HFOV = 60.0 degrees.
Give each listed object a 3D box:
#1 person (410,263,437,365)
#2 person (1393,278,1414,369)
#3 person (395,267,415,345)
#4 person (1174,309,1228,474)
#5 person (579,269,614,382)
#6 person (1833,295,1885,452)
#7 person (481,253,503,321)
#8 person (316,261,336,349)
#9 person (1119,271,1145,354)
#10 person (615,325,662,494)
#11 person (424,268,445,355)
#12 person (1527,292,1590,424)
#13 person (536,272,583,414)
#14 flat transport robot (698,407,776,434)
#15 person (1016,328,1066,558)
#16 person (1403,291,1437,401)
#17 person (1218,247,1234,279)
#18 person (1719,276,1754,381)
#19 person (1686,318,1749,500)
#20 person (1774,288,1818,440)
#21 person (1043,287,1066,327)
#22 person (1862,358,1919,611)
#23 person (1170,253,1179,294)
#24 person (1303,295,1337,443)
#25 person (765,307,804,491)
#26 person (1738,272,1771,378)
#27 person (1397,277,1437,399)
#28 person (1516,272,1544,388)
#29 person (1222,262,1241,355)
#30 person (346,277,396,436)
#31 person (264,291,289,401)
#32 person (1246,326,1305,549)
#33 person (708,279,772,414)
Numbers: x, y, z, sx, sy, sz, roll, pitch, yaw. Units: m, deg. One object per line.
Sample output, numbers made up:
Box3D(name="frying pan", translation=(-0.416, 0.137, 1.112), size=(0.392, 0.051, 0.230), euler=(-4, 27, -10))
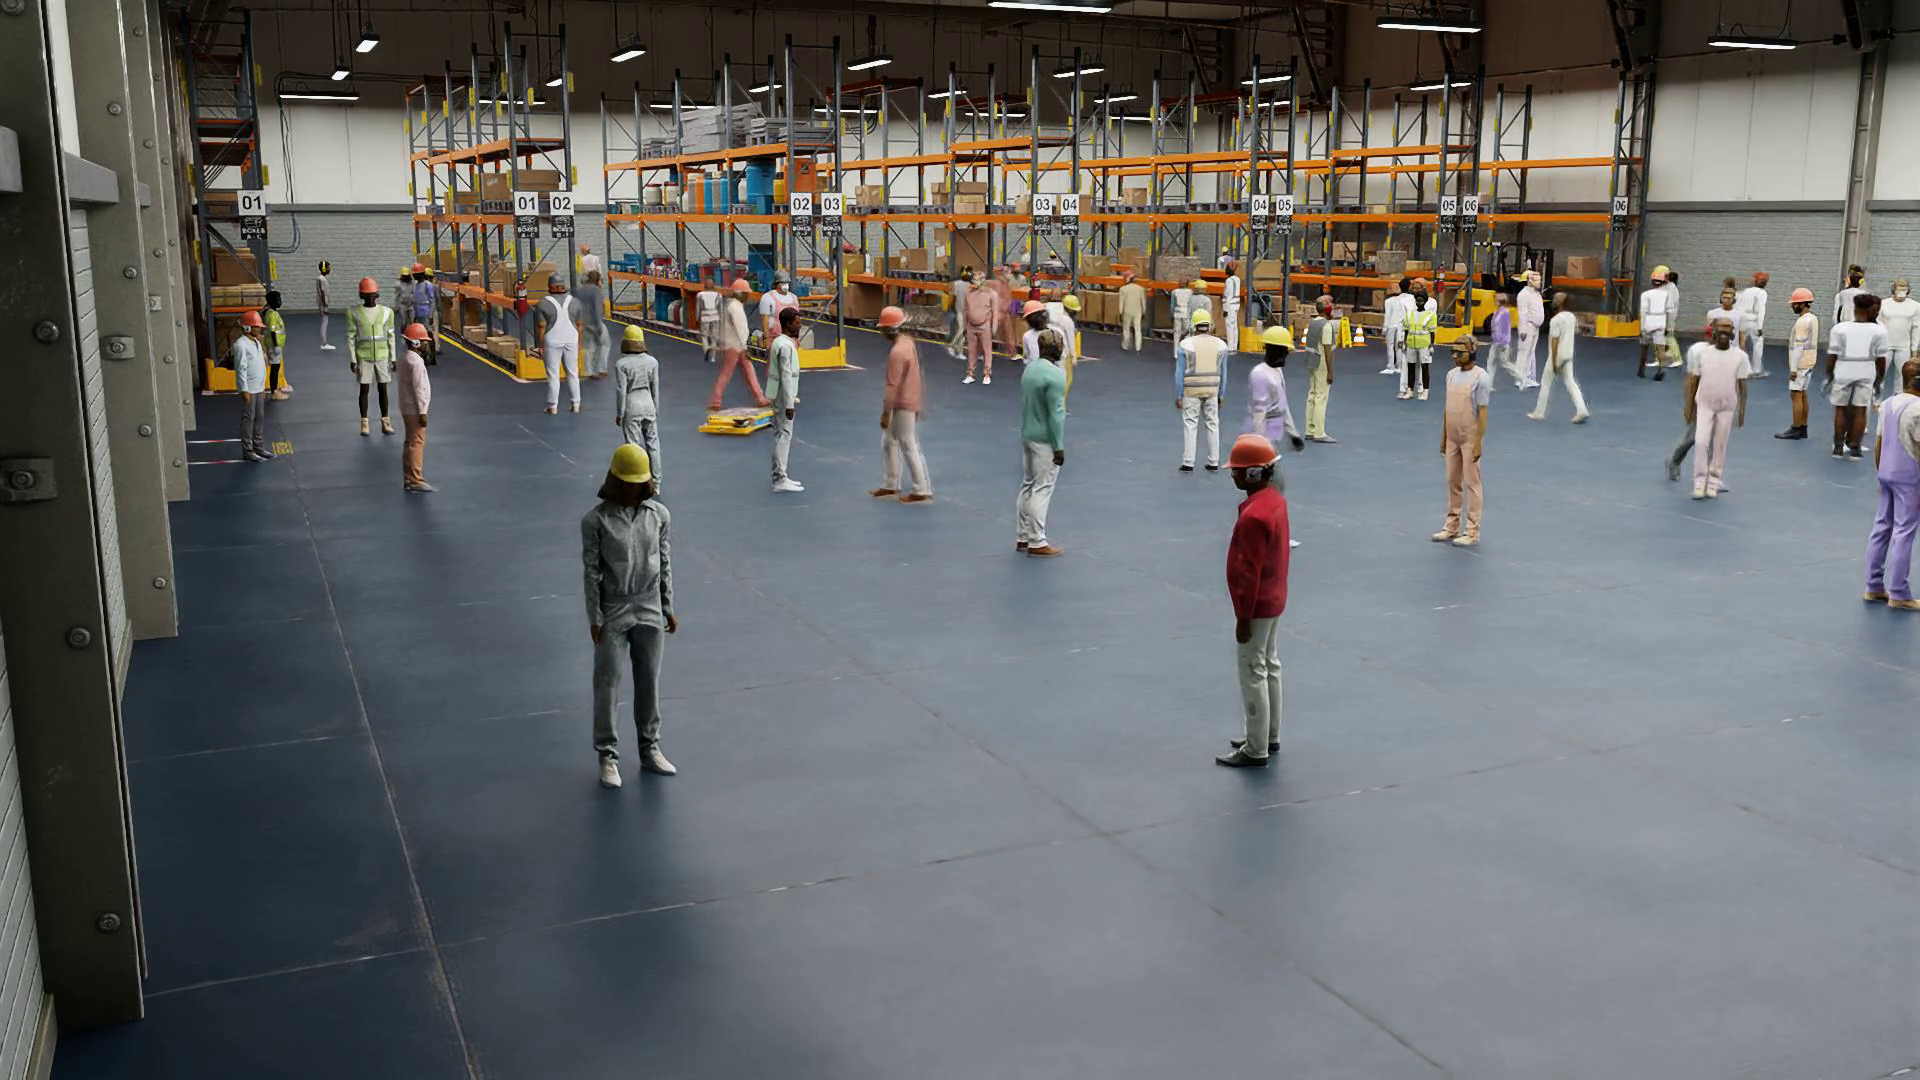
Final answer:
Box3D(name="person", translation=(-10.184, -4.273, 31.519), size=(0.547, 1.934, 0.376), euler=(7, 13, 33))
Box3D(name="person", translation=(8.070, -3.907, 30.261), size=(0.533, 1.698, 0.318), euler=(4, 12, 20))
Box3D(name="person", translation=(-11.907, -5.023, 35.873), size=(0.484, 1.724, 0.430), euler=(-5, 12, -25))
Box3D(name="person", translation=(2.661, -1.648, 18.456), size=(0.598, 1.826, 0.403), euler=(-3, 11, -13))
Box3D(name="person", translation=(-6.254, -3.677, 28.575), size=(0.667, 1.902, 0.653), euler=(11, 15, 43))
Box3D(name="person", translation=(10.873, -2.014, 20.137), size=(0.599, 1.902, 0.425), euler=(-4, 12, -20))
Box3D(name="person", translation=(-12.546, -6.799, 44.675), size=(0.710, 1.816, 0.603), euler=(9, 14, 37))
Box3D(name="person", translation=(-13.457, -4.966, 35.239), size=(0.327, 1.861, 0.511), euler=(-5, 12, -22))
Box3D(name="person", translation=(3.525, -4.675, 34.191), size=(0.589, 1.680, 0.932), euler=(-2, 11, -9))
Box3D(name="person", translation=(-3.291, -1.311, 16.950), size=(0.483, 1.745, 0.300), euler=(-9, 14, -39))
Box3D(name="person", translation=(-10.808, -4.653, 33.885), size=(0.527, 1.765, 0.328), euler=(1, 11, 5))
Box3D(name="person", translation=(8.300, -2.504, 22.880), size=(0.510, 1.812, 0.952), euler=(-6, 13, -28))
Box3D(name="person", translation=(-5.797, -2.843, 23.979), size=(0.682, 2.000, 0.538), euler=(-7, 13, -32))
Box3D(name="flat transport robot", translation=(-2.909, -1.608, 22.216), size=(0.652, 0.197, 1.431), euler=(3, 12, 14))
Box3D(name="person", translation=(0.701, -0.821, 14.025), size=(0.398, 1.926, 0.640), euler=(-4, 12, -18))
Box3D(name="person", translation=(7.074, -2.989, 25.619), size=(0.533, 1.694, 0.319), euler=(9, 15, 40))
Box3D(name="person", translation=(8.274, -8.239, 51.952), size=(0.587, 1.826, 0.404), euler=(-5, 12, -22))
Box3D(name="person", translation=(13.290, -3.636, 28.652), size=(0.562, 1.803, 0.911), euler=(-6, 13, -27))
Box3D(name="person", translation=(7.565, -1.290, 16.634), size=(0.541, 1.822, 0.759), euler=(5, 12, 23))
Box3D(name="person", translation=(10.699, -2.242, 21.230), size=(0.392, 1.927, 0.546), euler=(9, 14, 38))
Box3D(name="person", translation=(1.616, -3.434, 28.003), size=(0.517, 1.639, 0.313), euler=(2, 11, 8))
Box3D(name="person", translation=(6.875, -0.407, 12.117), size=(0.344, 1.839, 0.505), euler=(-2, 11, -9))
Box3D(name="person", translation=(6.645, -8.025, 51.353), size=(0.285, 1.633, 0.497), euler=(-2, 11, -12))
Box3D(name="person", translation=(4.531, -2.149, 20.940), size=(0.377, 1.847, 0.569), euler=(-2, 11, -11))
Box3D(name="person", translation=(-1.830, -1.460, 17.303), size=(0.396, 1.910, 0.587), euler=(-2, 11, -10))
Box3D(name="person", translation=(13.844, -3.737, 28.990), size=(0.887, 1.843, 0.726), euler=(-3, 12, -16))
Box3D(name="person", translation=(7.067, -3.120, 25.783), size=(0.572, 1.886, 0.355), euler=(4, 12, 19))
Box3D(name="person", translation=(9.473, -3.490, 27.610), size=(0.409, 1.908, 0.639), euler=(9, 14, 38))
Box3D(name="person", translation=(5.515, -4.715, 33.895), size=(0.343, 1.881, 0.585), euler=(6, 13, 27))
Box3D(name="person", translation=(-7.635, -2.382, 21.634), size=(0.606, 2.044, 0.373), euler=(-6, 13, -30))
Box3D(name="person", translation=(-10.556, -2.991, 25.634), size=(0.319, 1.692, 0.537), euler=(-4, 12, -20))
Box3D(name="person", translation=(2.747, -0.884, 14.354), size=(0.552, 1.910, 0.615), euler=(4, 12, 21))
Box3D(name="person", translation=(-3.136, -2.757, 23.812), size=(1.064, 1.926, 0.636), euler=(0, 11, 1))
